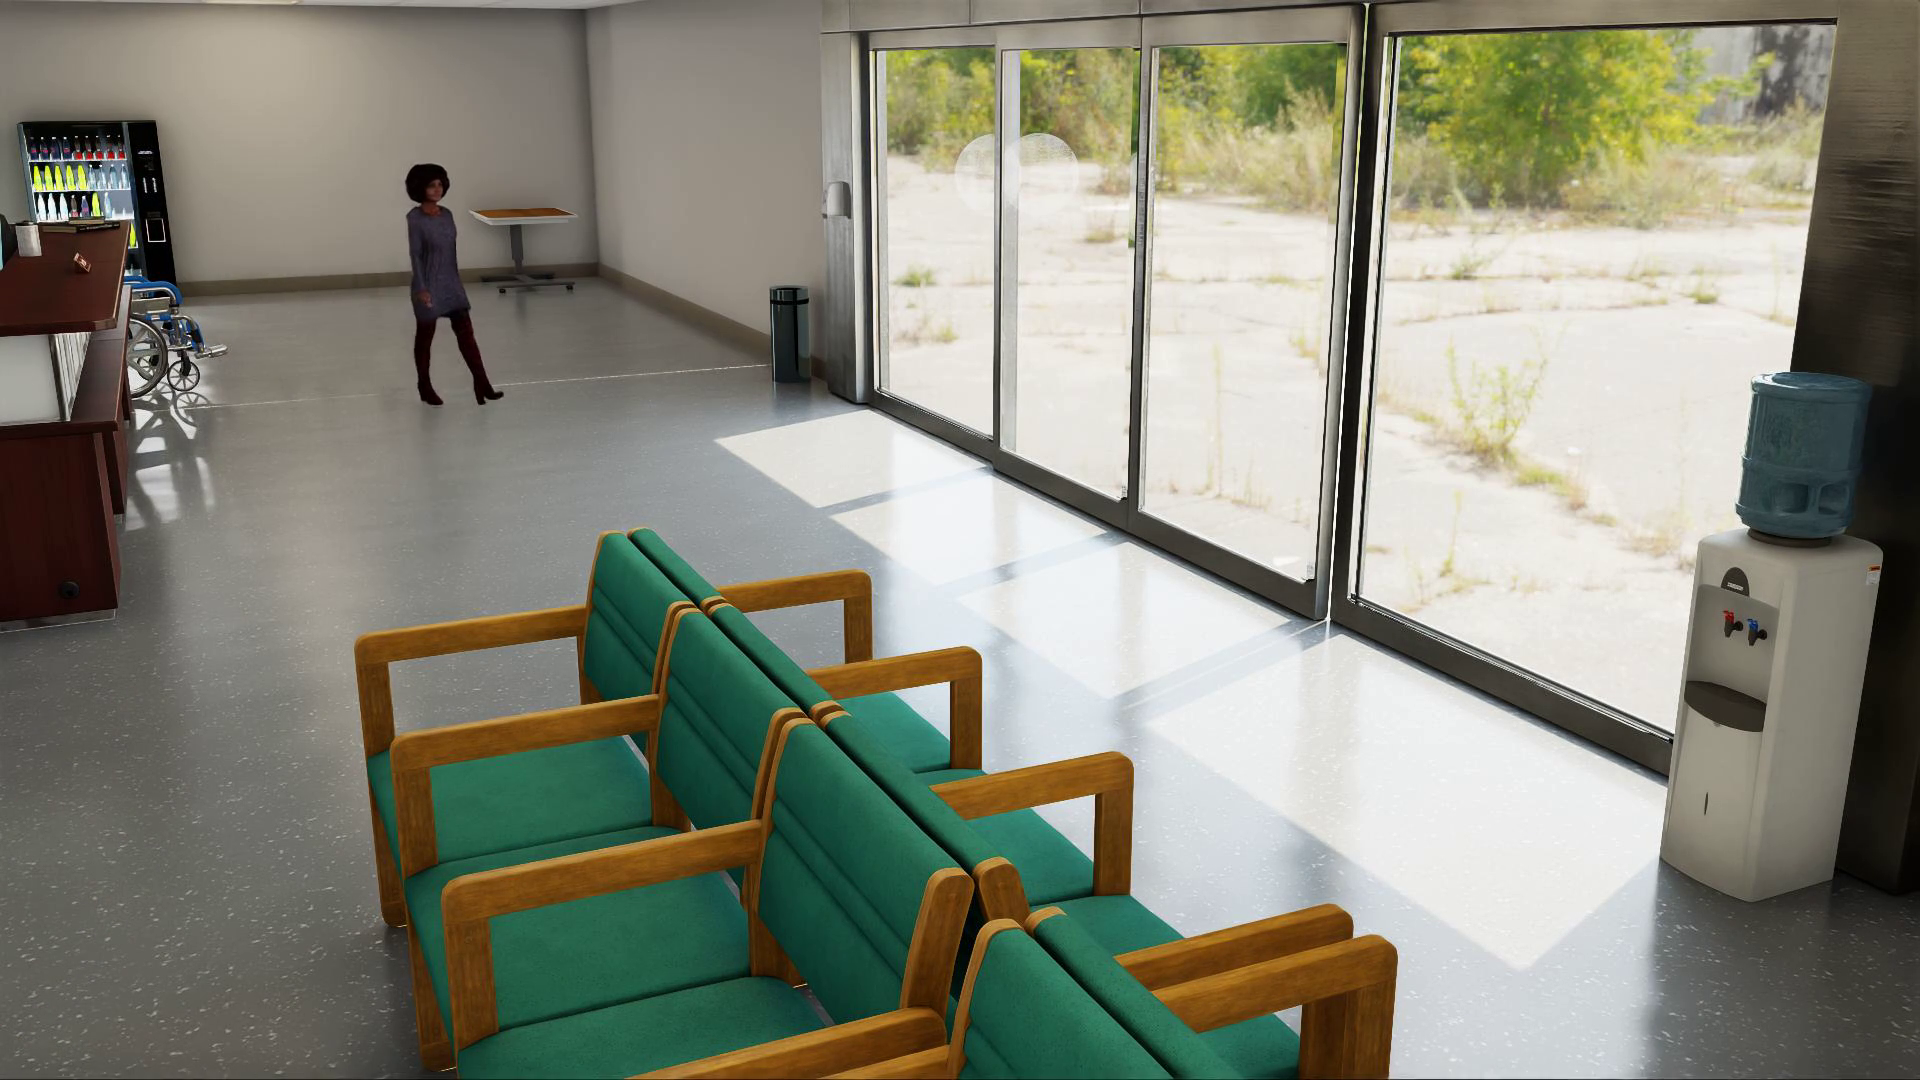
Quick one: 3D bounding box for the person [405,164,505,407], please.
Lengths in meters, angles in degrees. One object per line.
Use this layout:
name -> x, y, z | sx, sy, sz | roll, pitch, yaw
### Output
person -> -3.728, -1.755, 11.652 | 0.991, 1.684, 1.036 | 10, 19, 33
